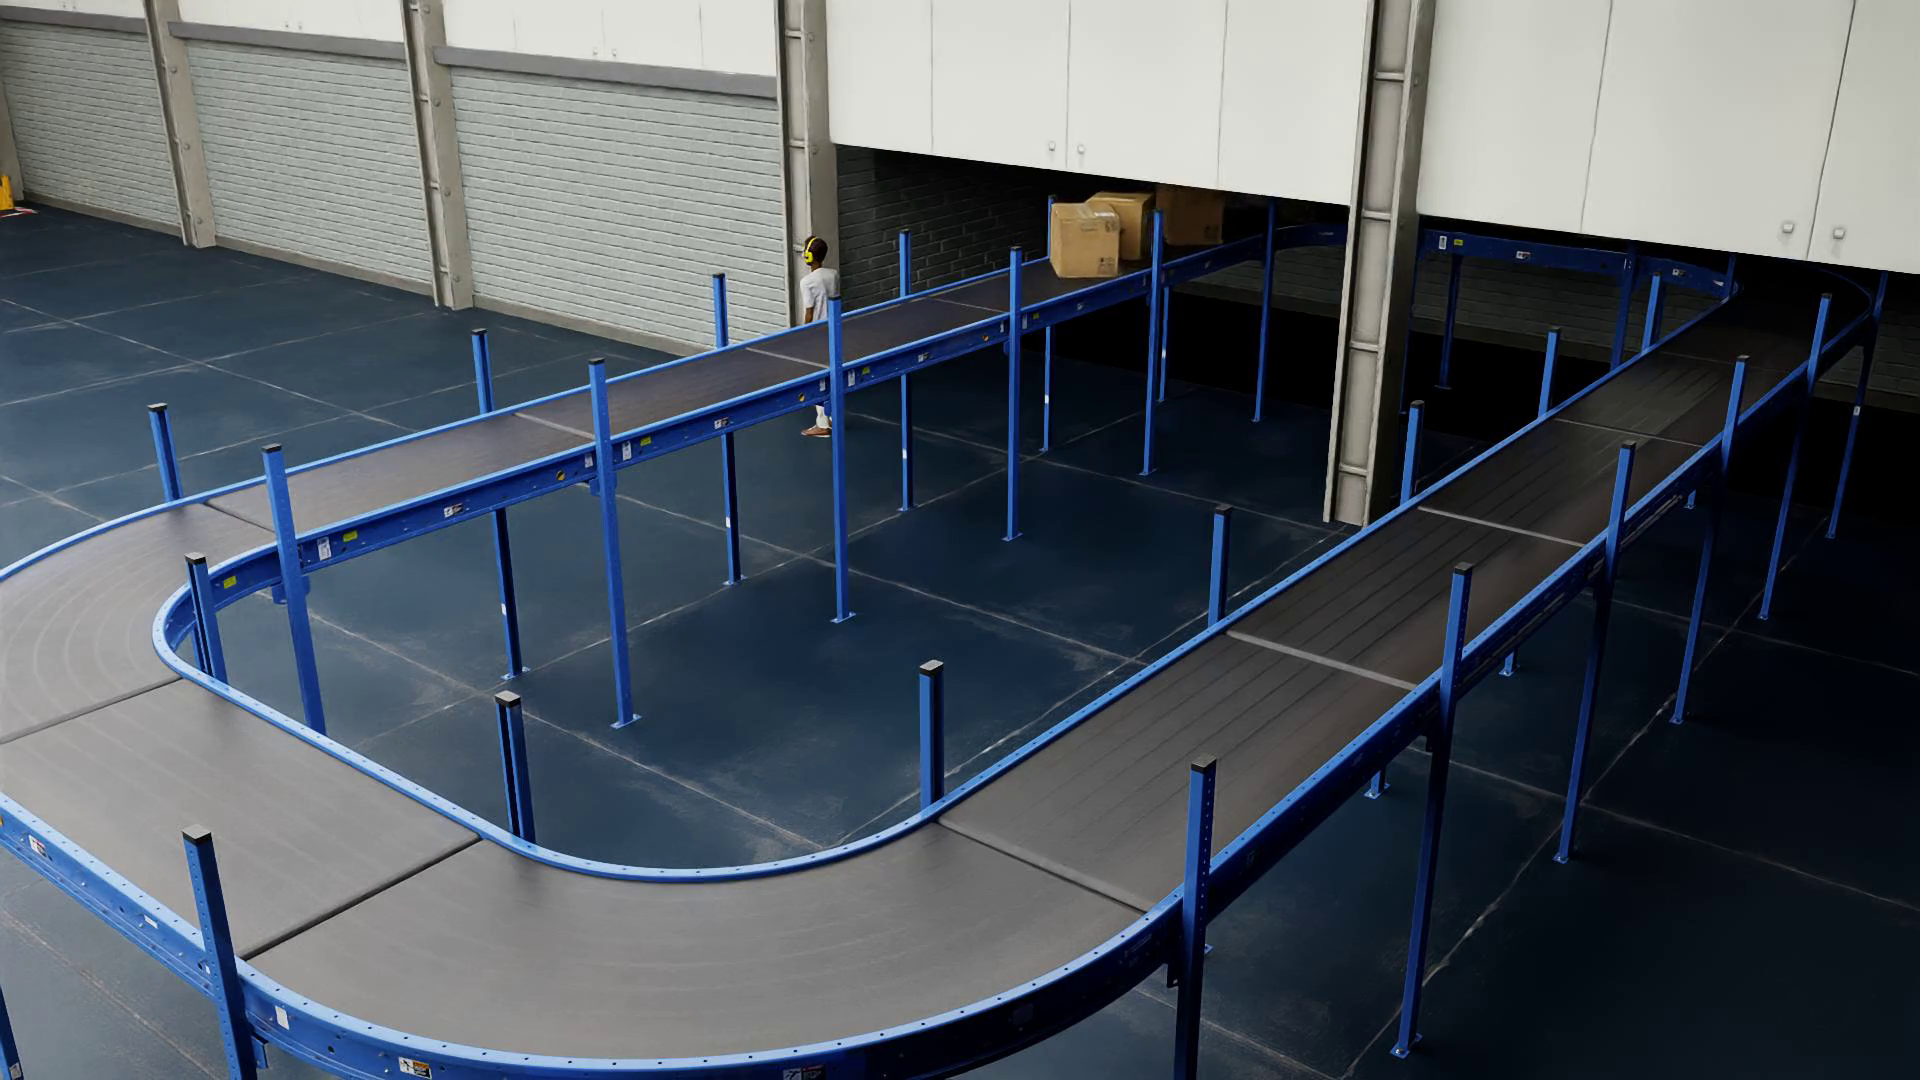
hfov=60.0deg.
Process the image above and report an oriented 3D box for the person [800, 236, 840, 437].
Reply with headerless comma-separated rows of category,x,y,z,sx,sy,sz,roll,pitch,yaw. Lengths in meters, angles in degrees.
person,-1.307,-1.876,15.404,0.335,1.873,0.519,15,26,32
